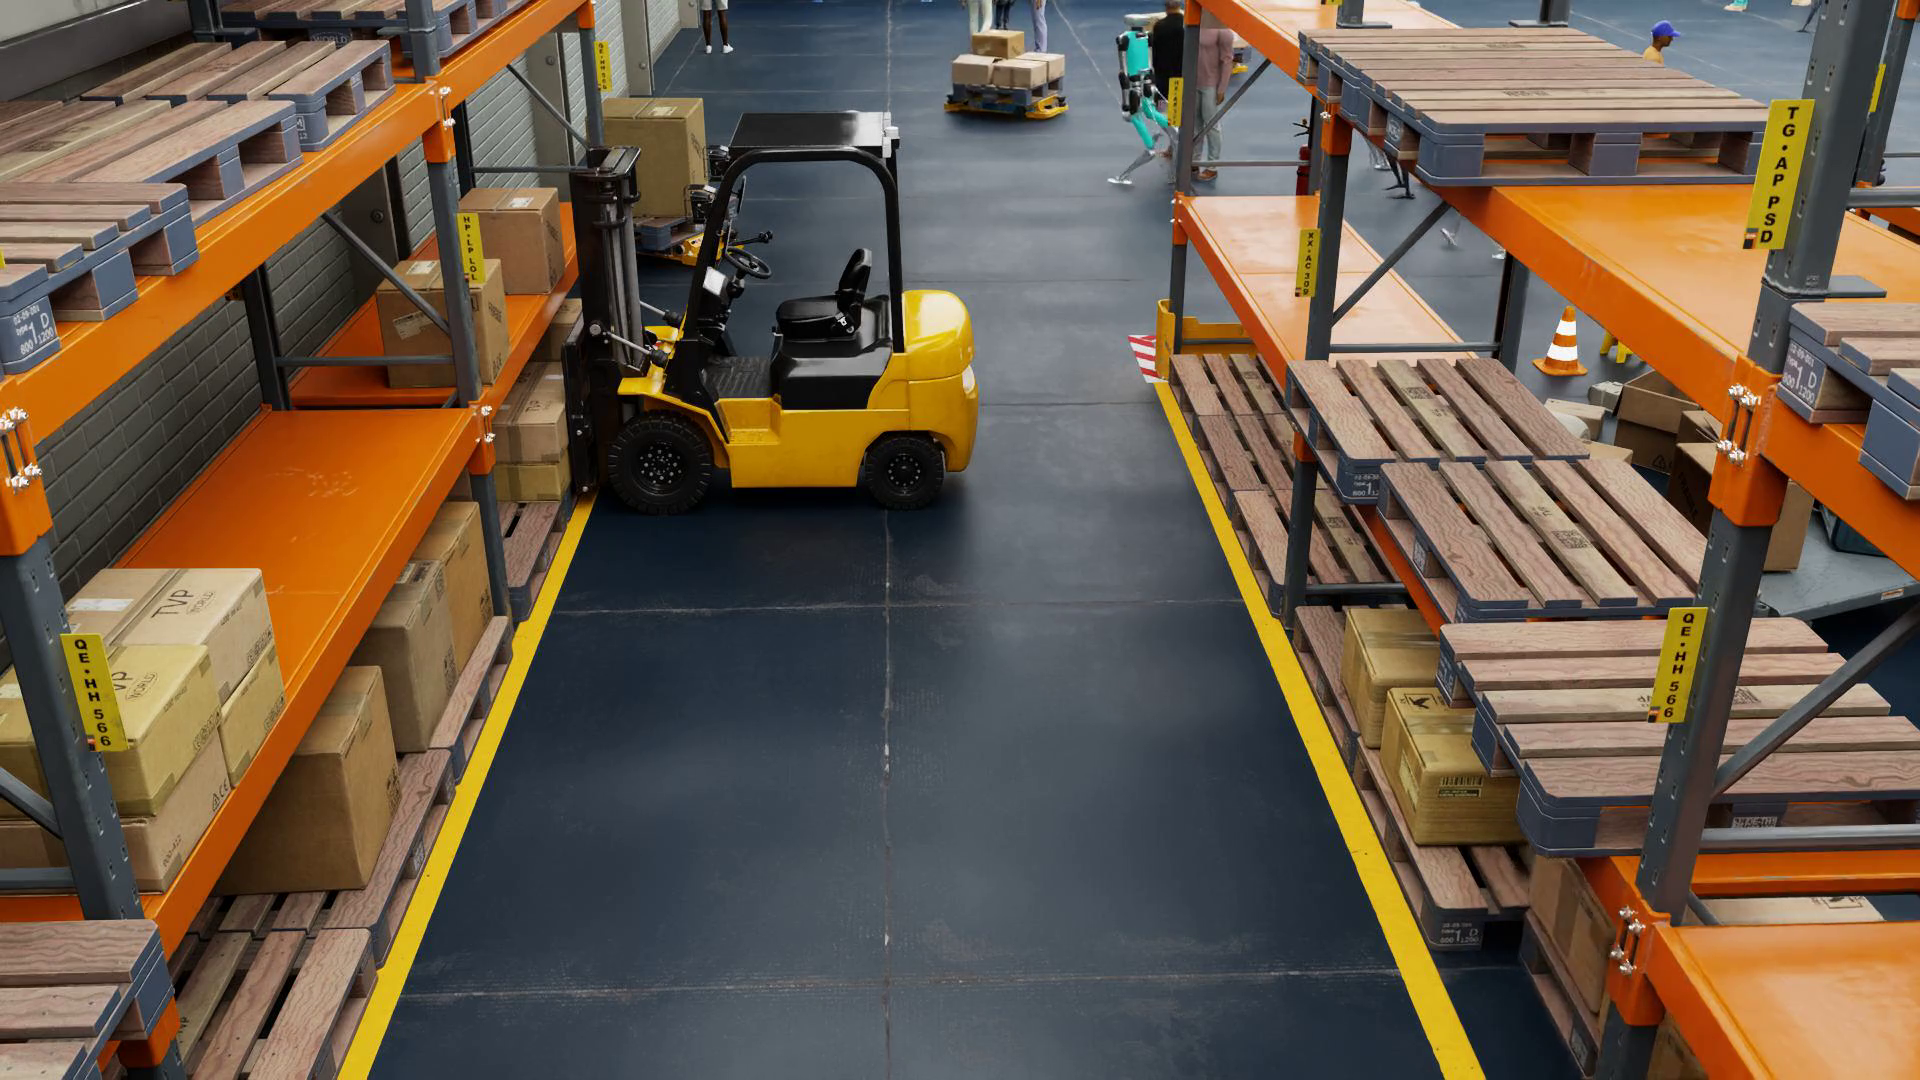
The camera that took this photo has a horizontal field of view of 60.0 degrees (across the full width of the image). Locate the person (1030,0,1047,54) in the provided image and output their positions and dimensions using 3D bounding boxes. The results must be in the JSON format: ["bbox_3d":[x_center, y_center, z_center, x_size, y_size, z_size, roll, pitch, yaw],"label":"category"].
[{"bbox_3d":[1.149,-7.909,24.205,0.382,1.844,0.564,-2,25,-5],"label":"person"}]

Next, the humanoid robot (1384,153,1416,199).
[{"bbox_3d":[4.450,-4.247,16.666,0.399,1.641,0.610,6,26,13],"label":"humanoid robot"}]

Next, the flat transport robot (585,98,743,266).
[{"bbox_3d":[-2.746,-2.729,15.082,1.431,0.231,0.659,12,28,24],"label":"flat transport robot"}]

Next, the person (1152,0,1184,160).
[{"bbox_3d":[2.335,-5.000,18.068,0.570,1.832,0.682,-12,28,-23],"label":"person"}]

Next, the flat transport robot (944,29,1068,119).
[{"bbox_3d":[0.579,-5.506,20.964,1.431,0.231,0.659,11,28,23],"label":"flat transport robot"}]

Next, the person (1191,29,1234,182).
[{"bbox_3d":[2.565,-4.743,17.396,0.373,1.938,0.627,-17,30,-31],"label":"person"}]

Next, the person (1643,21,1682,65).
[{"bbox_3d":[7.021,-4.405,16.946,0.377,1.708,0.436,7,26,15],"label":"person"}]

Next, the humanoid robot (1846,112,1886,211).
[{"bbox_3d":[7.513,-2.965,13.918,0.315,1.657,0.599,-1,25,-1],"label":"humanoid robot"}]

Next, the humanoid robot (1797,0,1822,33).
[{"bbox_3d":[14.001,-8.972,26.687,0.718,1.624,0.611,14,29,28],"label":"humanoid robot"}]

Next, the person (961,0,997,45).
[{"bbox_3d":[0.266,-8.138,24.827,0.574,1.726,0.609,4,26,9],"label":"person"}]

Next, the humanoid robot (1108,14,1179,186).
[{"bbox_3d":[2.030,-4.434,17.014,0.944,1.761,0.539,22,33,38],"label":"humanoid robot"}]

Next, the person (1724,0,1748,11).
[{"bbox_3d":[13.778,-10.265,29.116,0.372,1.917,0.489,22,33,38],"label":"person"}]

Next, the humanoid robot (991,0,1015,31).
[{"bbox_3d":[0.648,-8.312,25.262,0.397,1.652,0.584,17,30,32],"label":"humanoid robot"}]

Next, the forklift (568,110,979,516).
[{"bbox_3d":[-1.043,-1.379,9.976,2.313,2.155,1.214,-1,25,-2],"label":"forklift"}]

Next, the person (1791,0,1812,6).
[{"bbox_3d":[15.226,-10.560,29.768,0.383,1.890,0.542,16,30,30],"label":"person"}]

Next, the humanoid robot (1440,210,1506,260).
[{"bbox_3d":[4.650,-3.400,14.828,0.942,1.781,0.542,21,32,37],"label":"humanoid robot"}]

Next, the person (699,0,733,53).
[{"bbox_3d":[-3.708,-8.282,24.933,0.539,1.901,0.377,-1,25,-2],"label":"person"}]

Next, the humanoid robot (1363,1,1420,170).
[{"bbox_3d":[4.544,-4.805,17.799,0.655,1.832,0.530,-4,26,-9],"label":"humanoid robot"}]

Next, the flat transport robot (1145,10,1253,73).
[{"bbox_3d":[3.304,-6.667,23.423,1.431,0.231,0.659,-16,30,-30],"label":"flat transport robot"}]
